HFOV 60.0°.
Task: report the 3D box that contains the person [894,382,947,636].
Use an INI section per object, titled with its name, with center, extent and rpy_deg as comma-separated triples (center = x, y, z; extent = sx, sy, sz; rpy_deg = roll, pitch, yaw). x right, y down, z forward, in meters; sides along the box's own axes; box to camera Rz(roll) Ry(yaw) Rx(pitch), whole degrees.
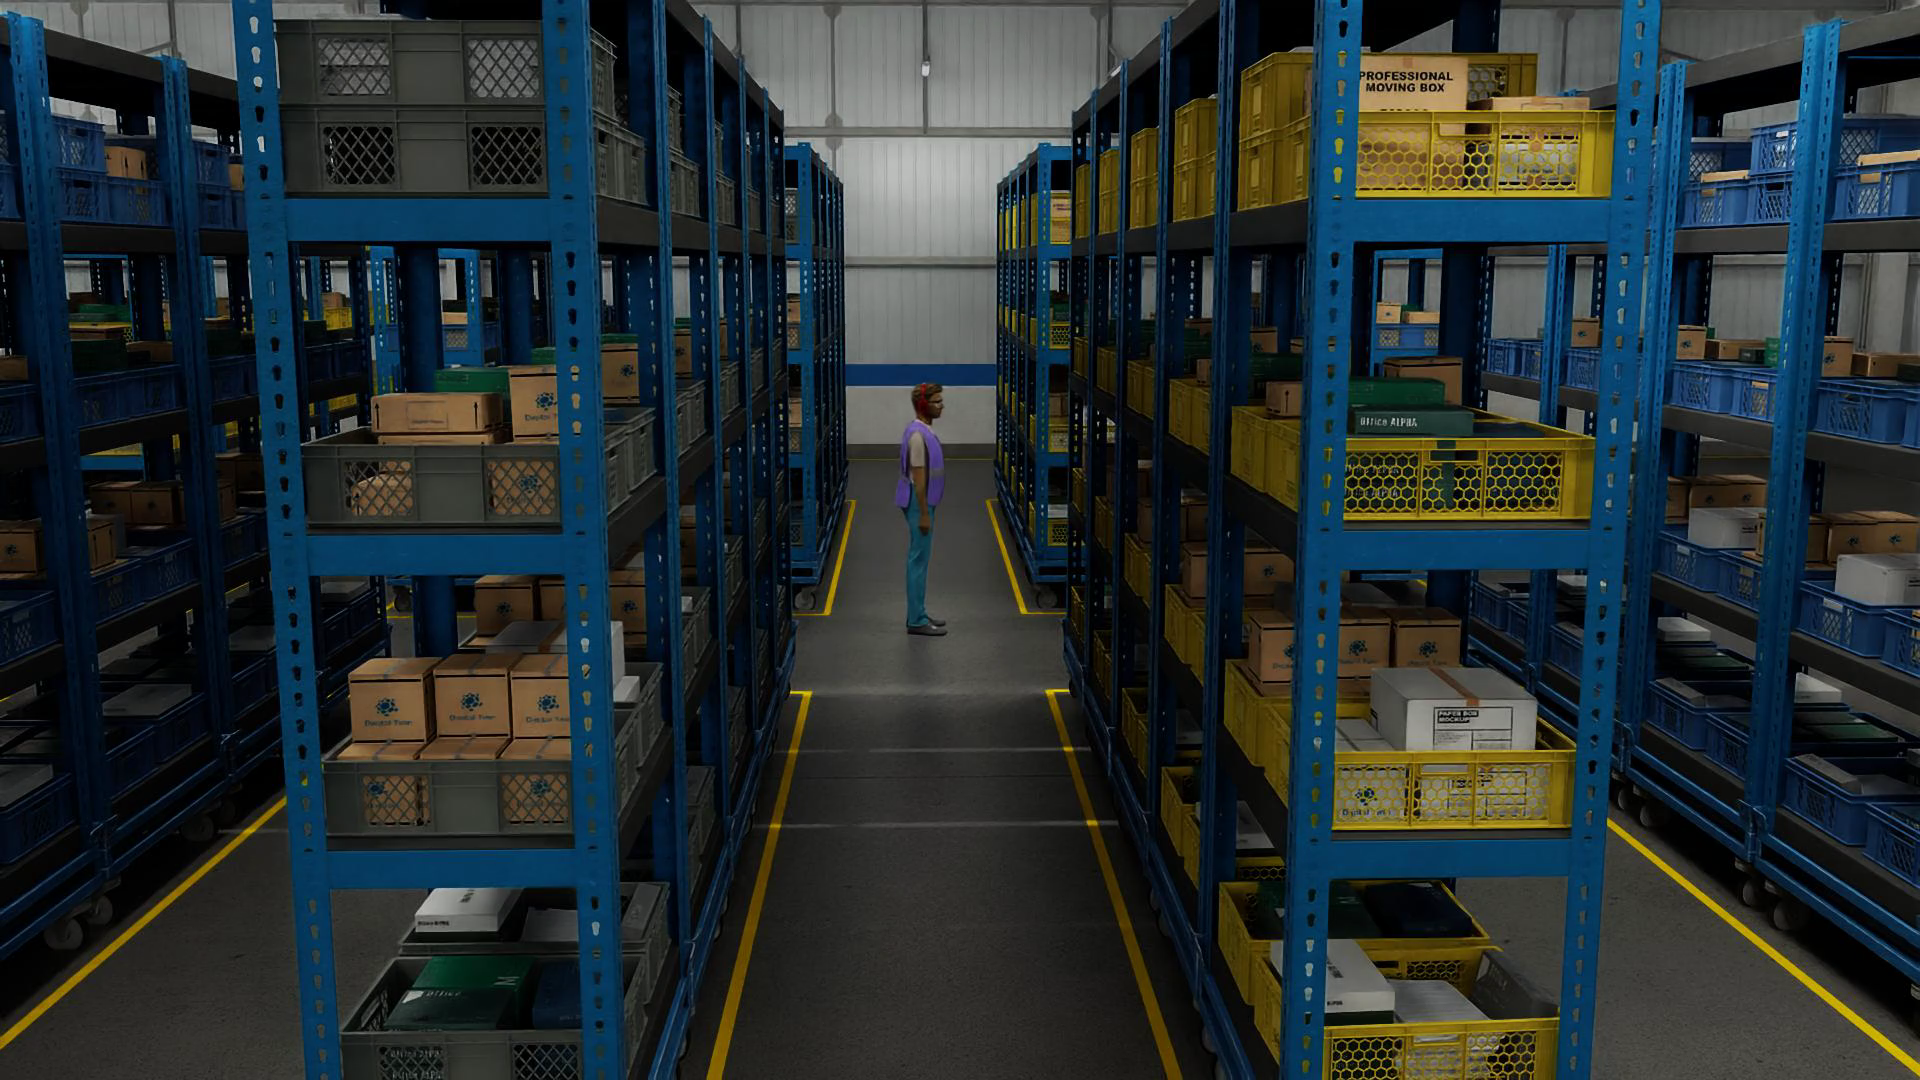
[person]
center = -0.286, -0.231, 12.185
extent = 0.388, 1.848, 0.564
rpy_deg = 0, 9, 1
